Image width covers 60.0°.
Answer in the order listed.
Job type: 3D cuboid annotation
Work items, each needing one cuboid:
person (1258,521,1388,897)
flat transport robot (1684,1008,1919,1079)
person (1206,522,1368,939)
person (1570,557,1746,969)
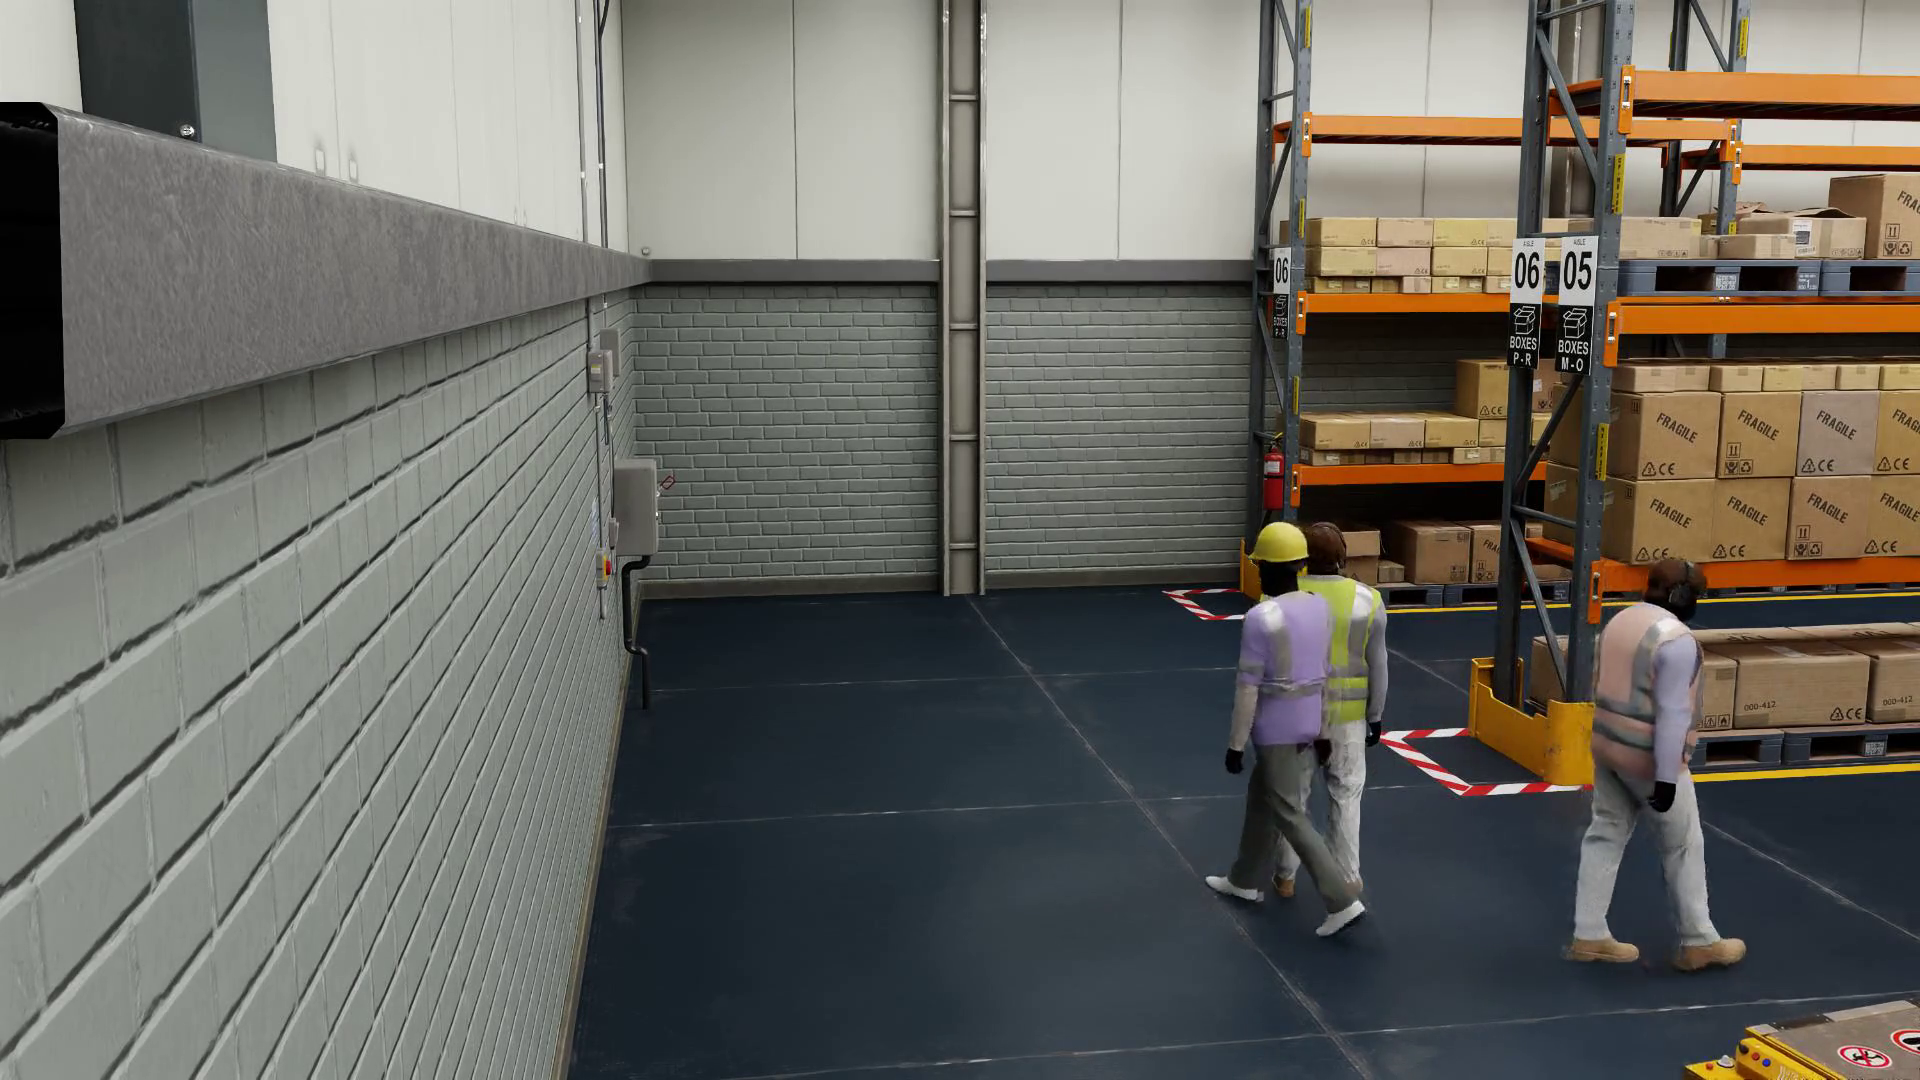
[{"bbox_3d":[1.734,0.826,8.017,0.627,1.844,0.429,2,9,14],"label":"person"},{"bbox_3d":[3.443,1.931,6.030,1.431,0.197,0.652,-3,10,-18],"label":"flat transport robot"},{"bbox_3d":[1.529,0.858,7.685,0.599,1.892,0.943,-9,13,-43],"label":"person"},{"bbox_3d":[3.082,0.973,7.269,0.838,1.791,0.689,-2,9,-10],"label":"person"}]
